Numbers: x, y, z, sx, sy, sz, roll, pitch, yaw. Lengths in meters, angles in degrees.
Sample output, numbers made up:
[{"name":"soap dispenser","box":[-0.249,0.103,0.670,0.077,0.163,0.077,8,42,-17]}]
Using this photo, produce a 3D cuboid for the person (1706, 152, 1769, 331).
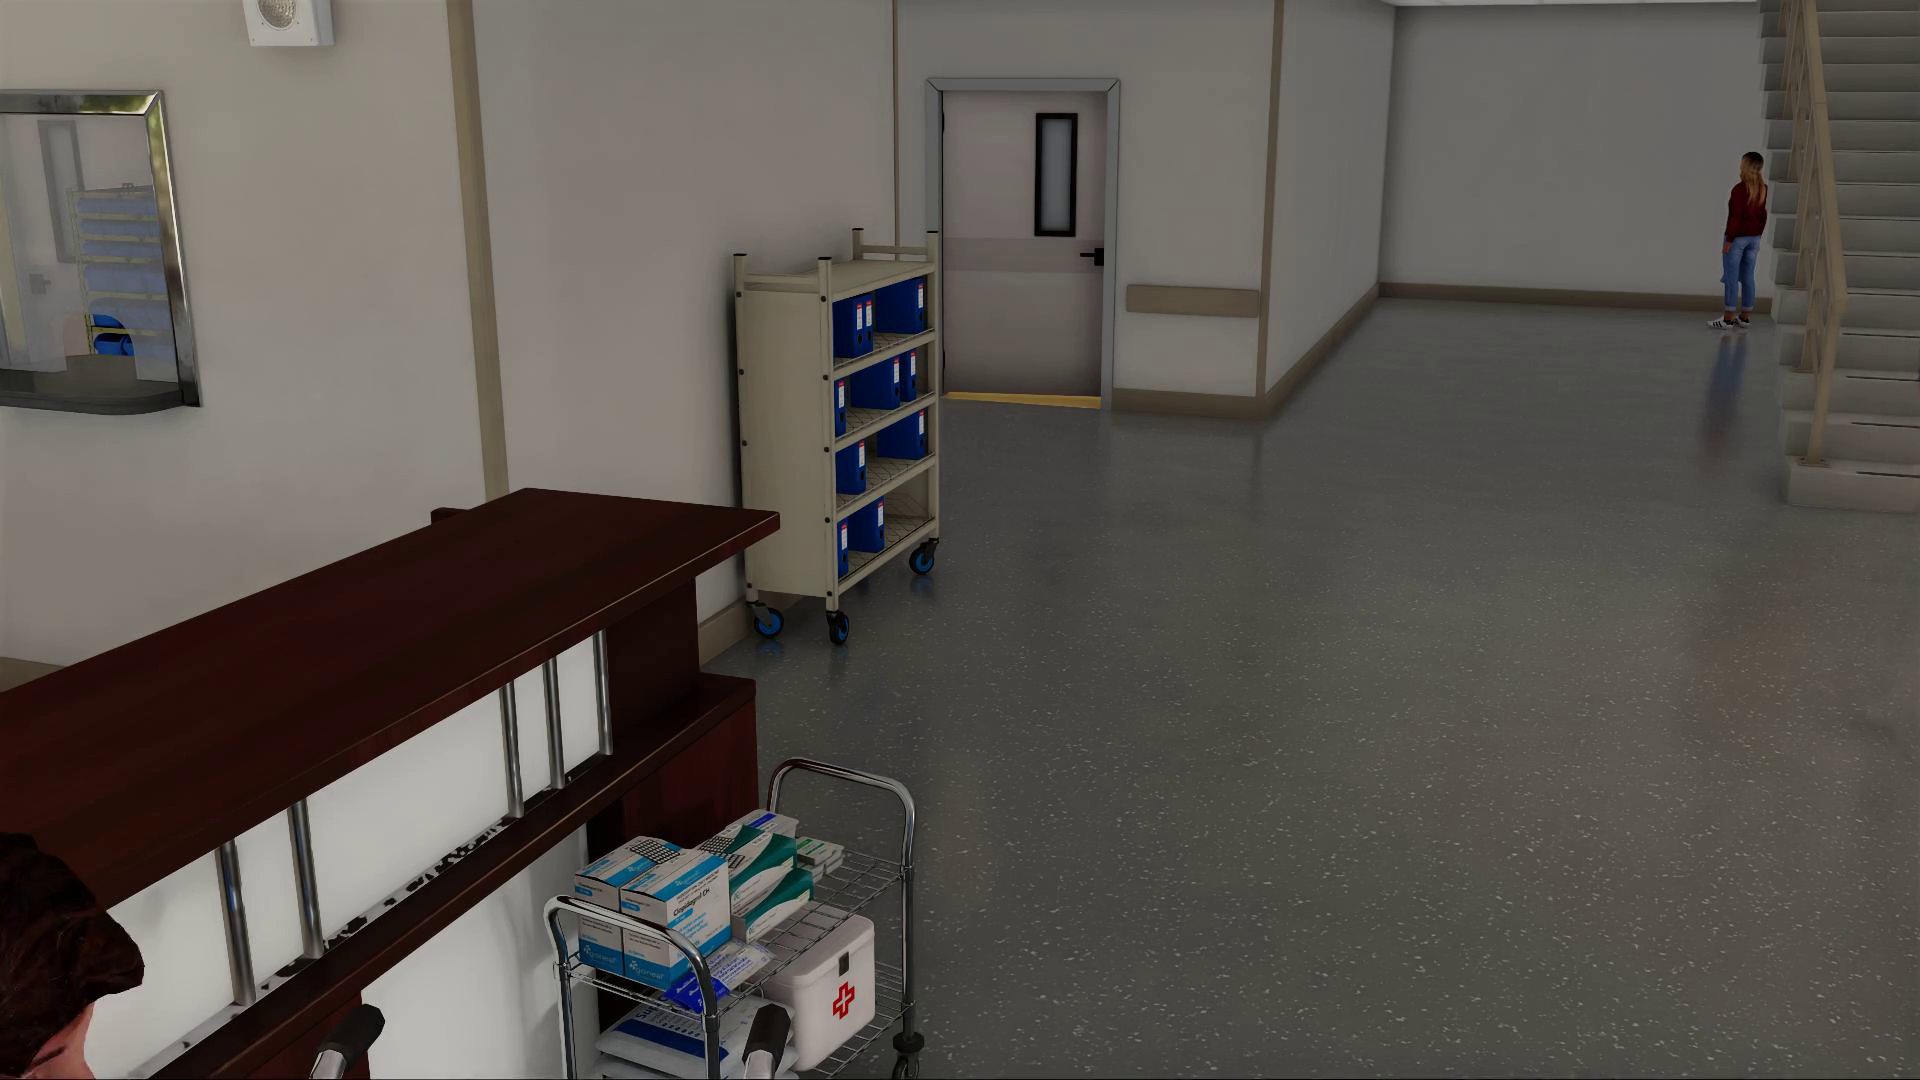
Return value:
[{"name":"person","box":[7.312,-2.799,15.549,0.676,1.635,0.739,-7,17,-25]}]
